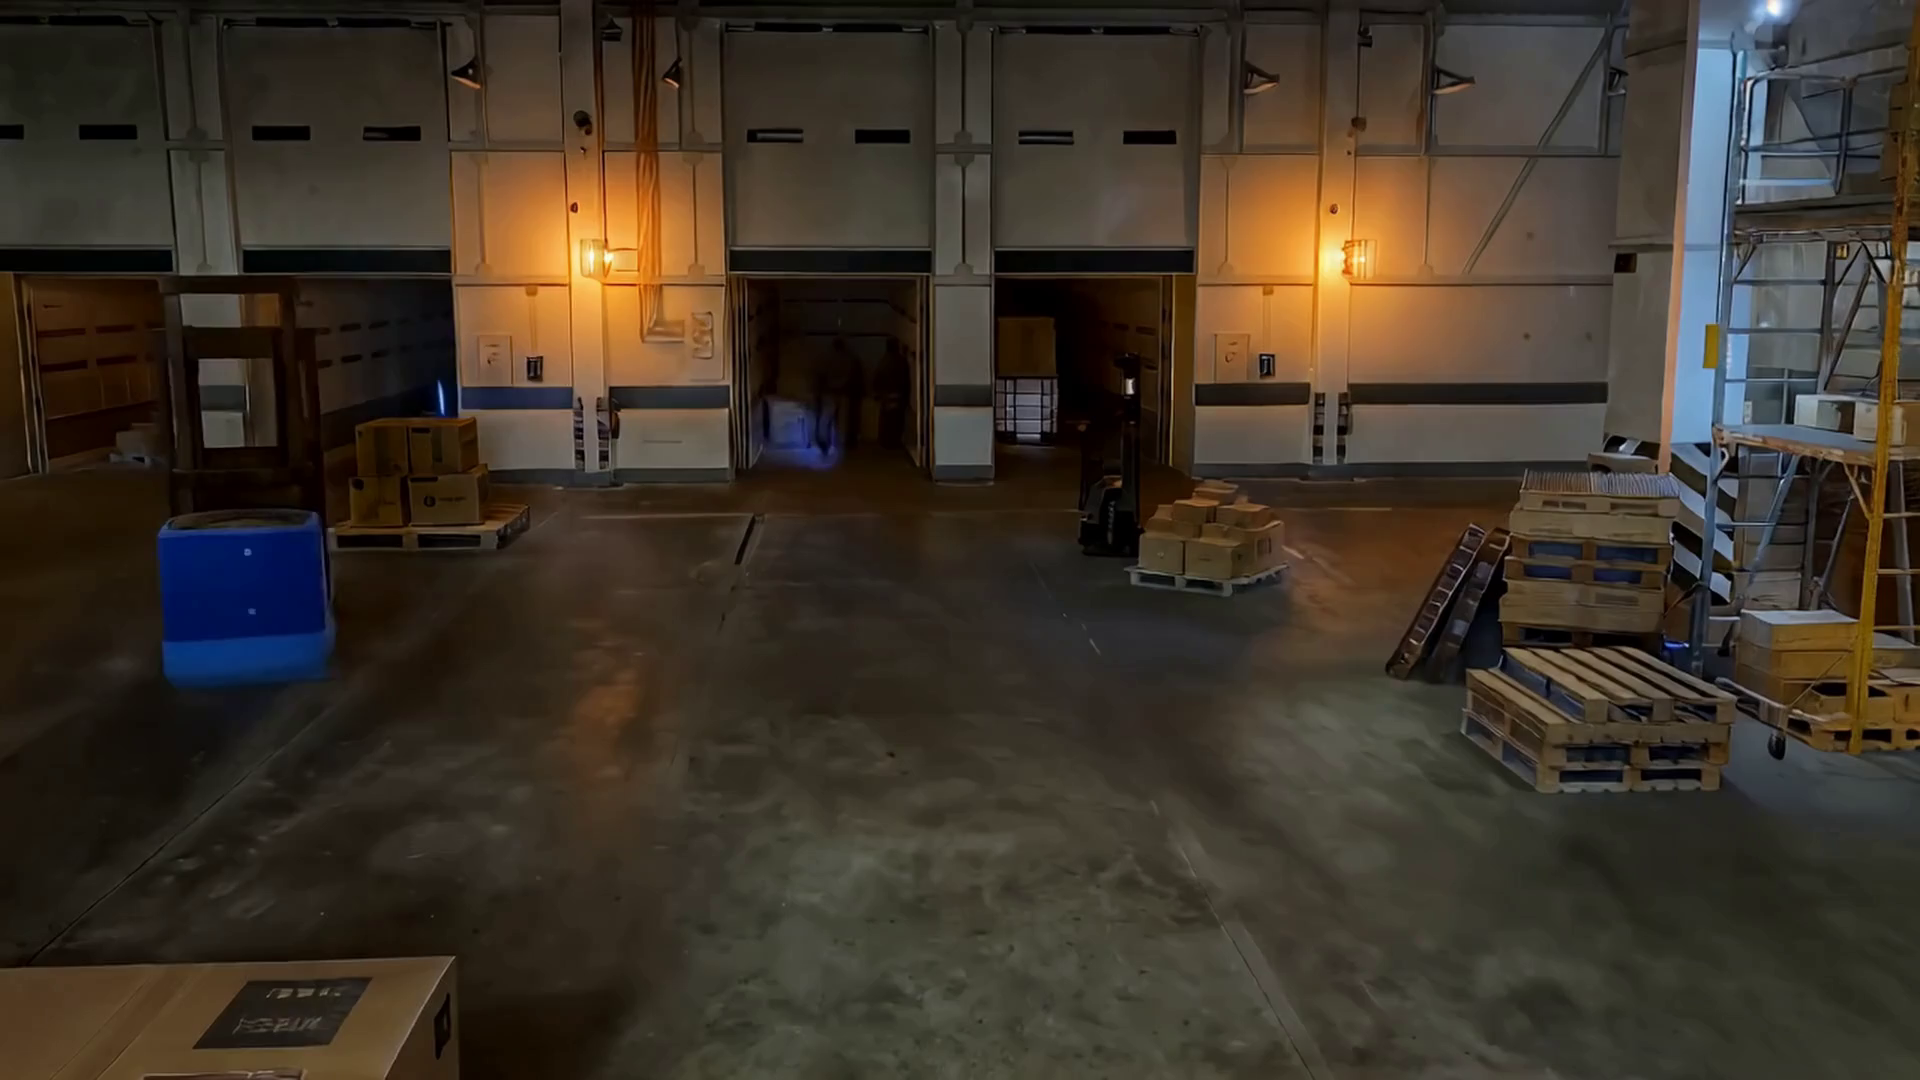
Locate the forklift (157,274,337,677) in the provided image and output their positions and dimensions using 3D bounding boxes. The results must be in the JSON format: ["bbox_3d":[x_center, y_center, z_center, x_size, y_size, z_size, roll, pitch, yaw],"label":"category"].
[{"bbox_3d":[-5.254,-0.547,12.185,1.129,2.768,1.873,-3,10,-19],"label":"forklift"}]

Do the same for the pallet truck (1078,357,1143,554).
[{"bbox_3d":[2.088,-0.836,16.757,1.885,1.965,0.823,2,9,13],"label":"pallet truck"}]
